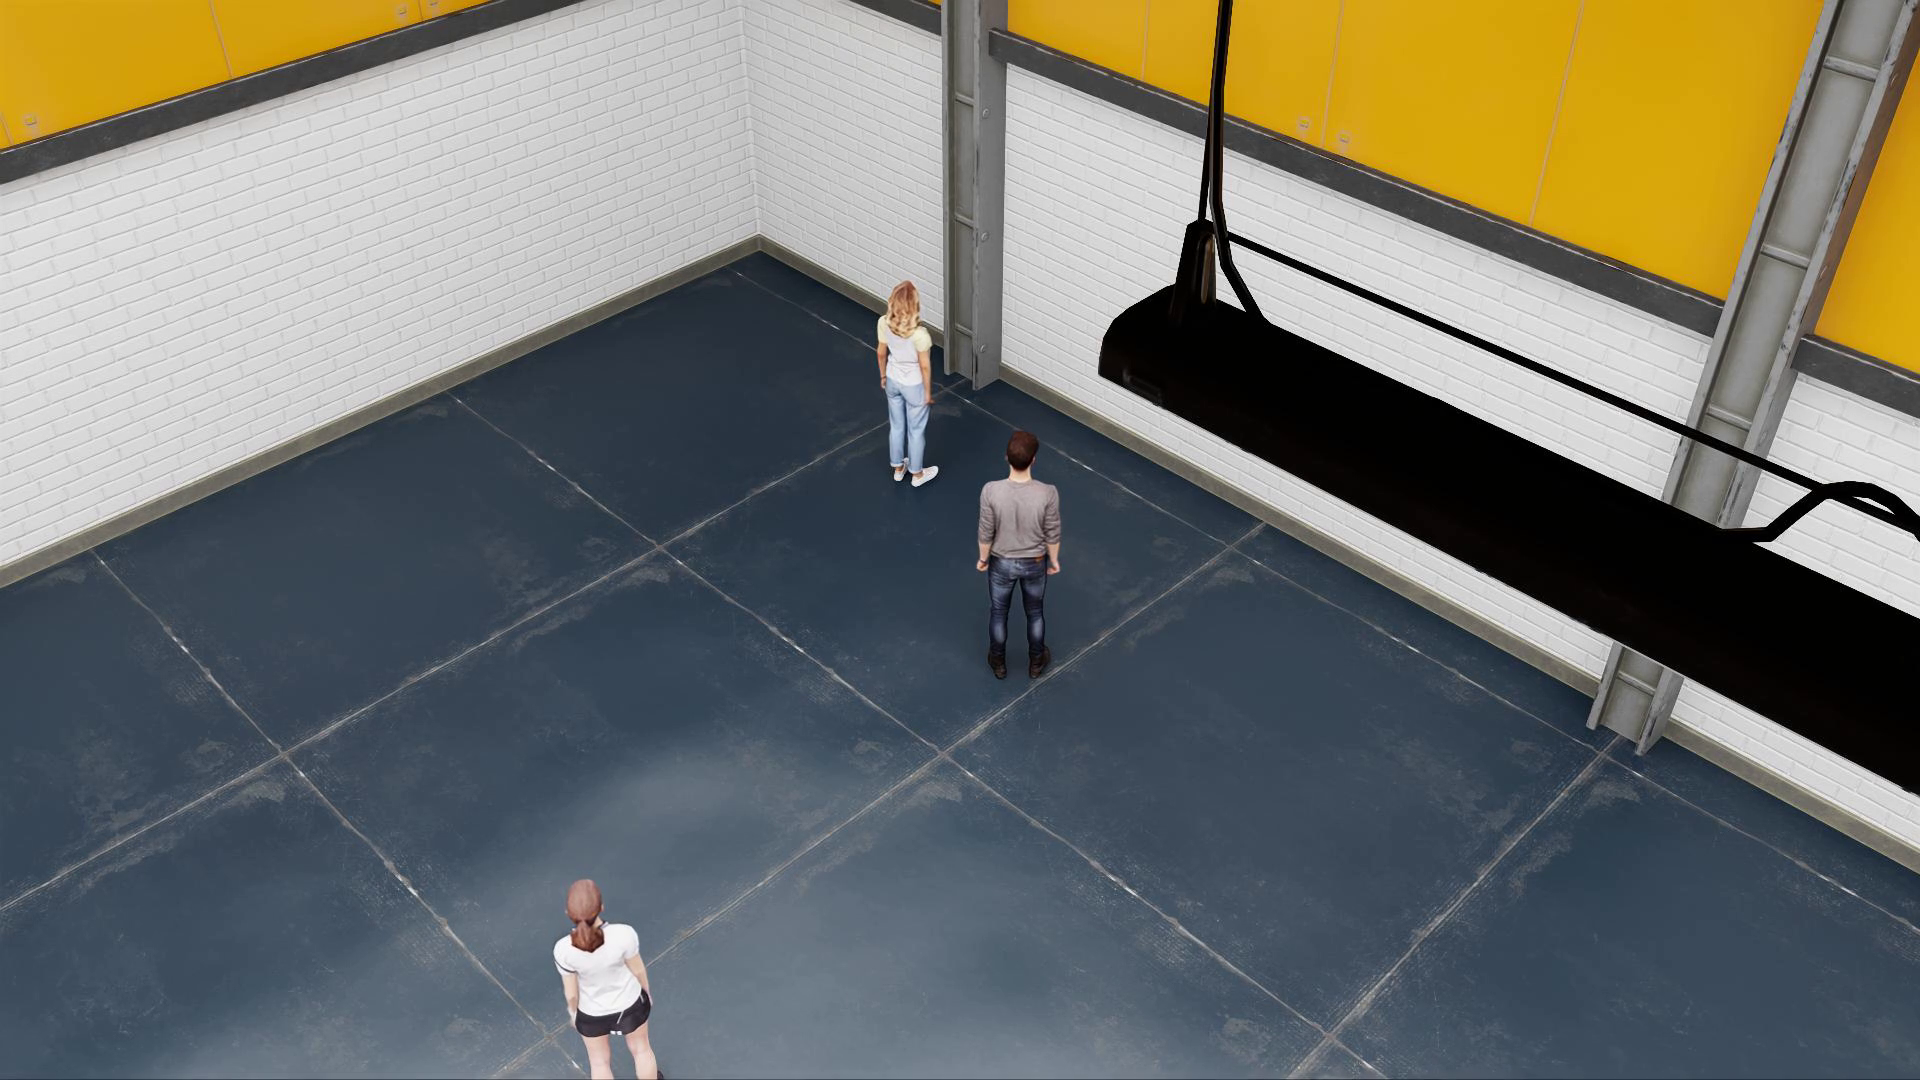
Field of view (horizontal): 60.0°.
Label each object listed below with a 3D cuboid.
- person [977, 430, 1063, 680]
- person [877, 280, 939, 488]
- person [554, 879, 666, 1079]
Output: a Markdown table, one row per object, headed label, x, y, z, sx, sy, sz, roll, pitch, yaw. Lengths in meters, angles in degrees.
| label | x | y | z | sx | sy | sz | roll | pitch | yaw |
| --- | --- | --- | --- | --- | --- | --- | --- | --- | --- |
| person | 0.377 | 0.128 | 10.730 | 0.770 | 1.903 | 0.837 | 1 | 39 | 1 |
| person | -0.404 | -1.164 | 12.493 | 0.551 | 1.722 | 0.728 | 22 | 43 | 25 |
| person | -1.721 | 2.280 | 8.157 | 0.657 | 1.752 | 0.690 | -12 | 40 | -14 |
